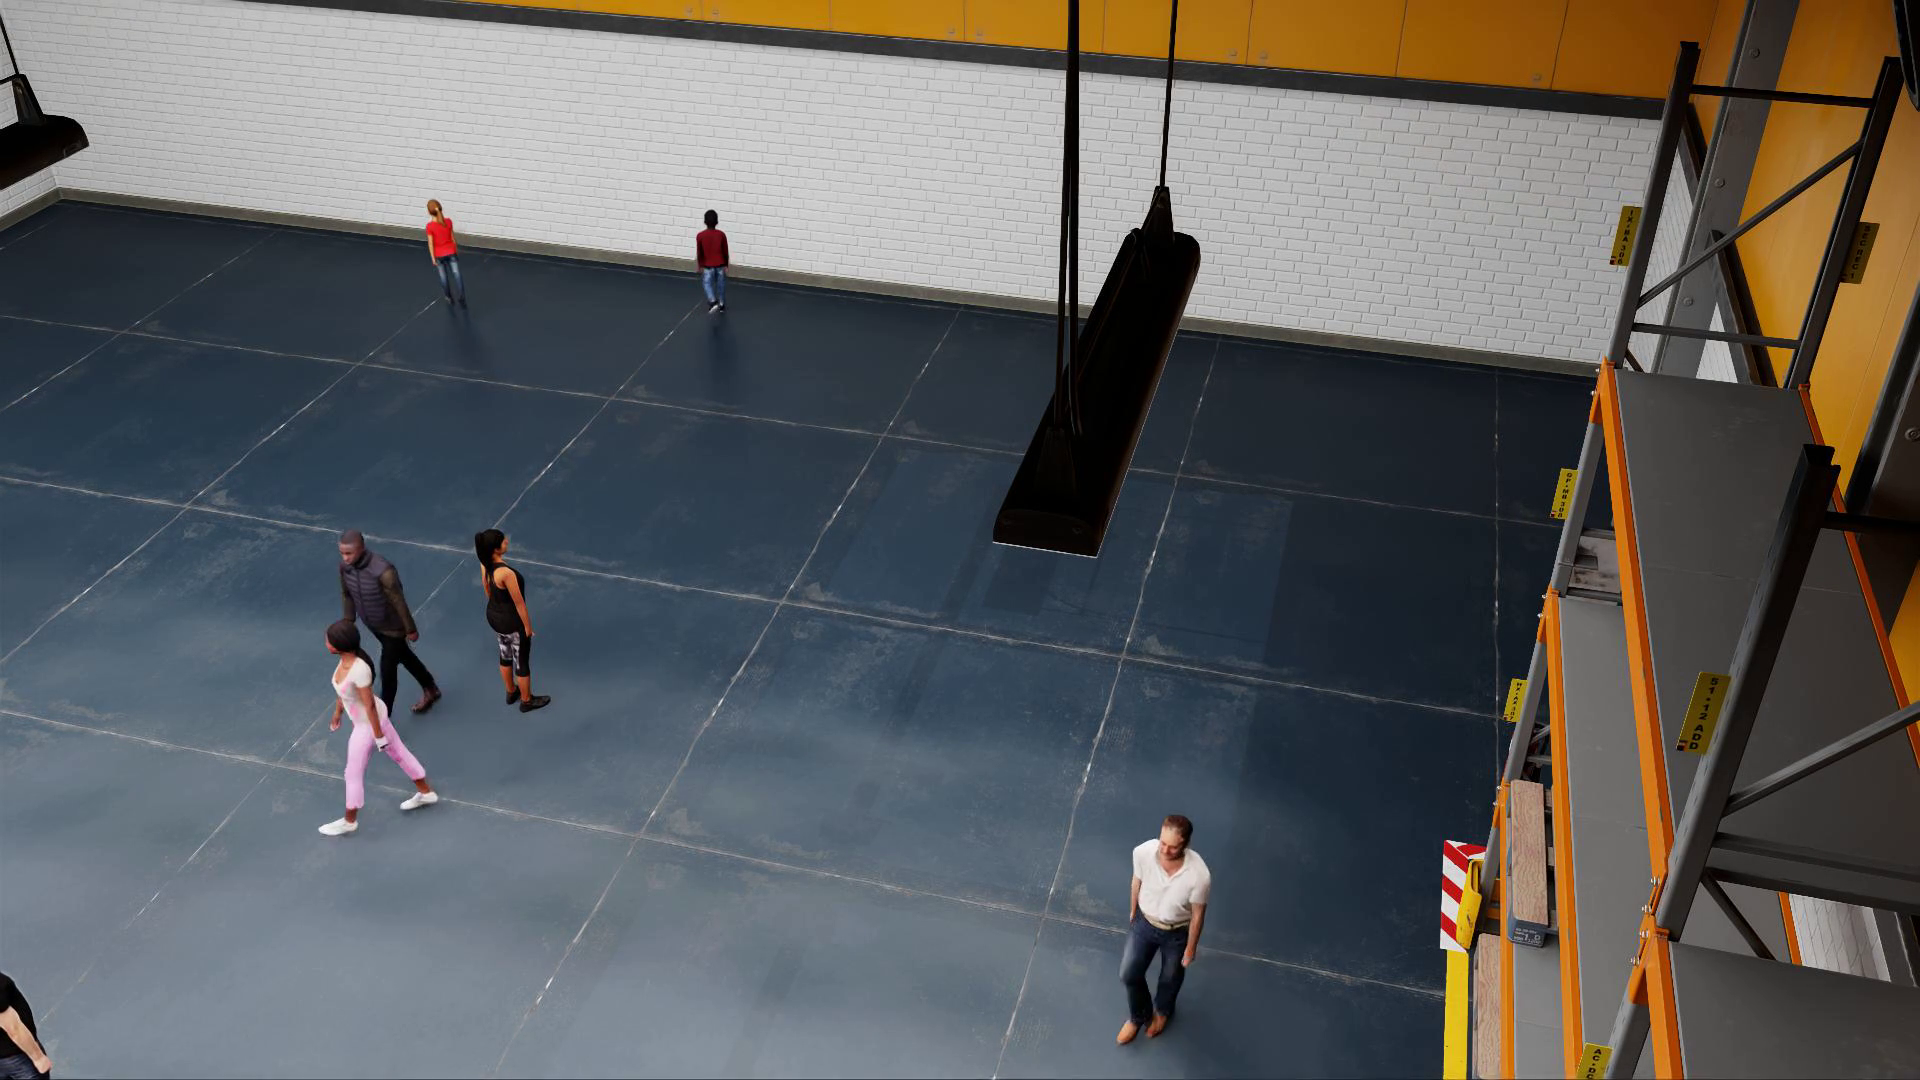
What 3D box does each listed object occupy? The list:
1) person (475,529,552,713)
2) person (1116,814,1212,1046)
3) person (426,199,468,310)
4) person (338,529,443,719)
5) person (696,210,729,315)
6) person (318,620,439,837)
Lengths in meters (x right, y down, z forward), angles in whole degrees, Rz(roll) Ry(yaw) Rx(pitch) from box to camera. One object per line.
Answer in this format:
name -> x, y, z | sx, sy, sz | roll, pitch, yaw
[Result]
person -> -3.493, 0.601, 12.847 | 0.648, 1.661, 0.637 | 24, 41, 32
person -> 1.301, 2.291, 10.143 | 0.774, 1.841, 0.812 | 20, 38, 27
person -> -5.839, -3.235, 18.947 | 0.743, 1.298, 0.815 | -17, 37, -24
person -> -4.310, 0.612, 12.716 | 0.917, 1.788, 1.141 | 18, 38, 25
person -> -2.784, -3.118, 18.816 | 0.659, 1.248, 0.730 | -9, 35, -14
person -> -4.082, 1.280, 11.792 | 1.081, 1.699, 1.064 | -15, 36, -21
